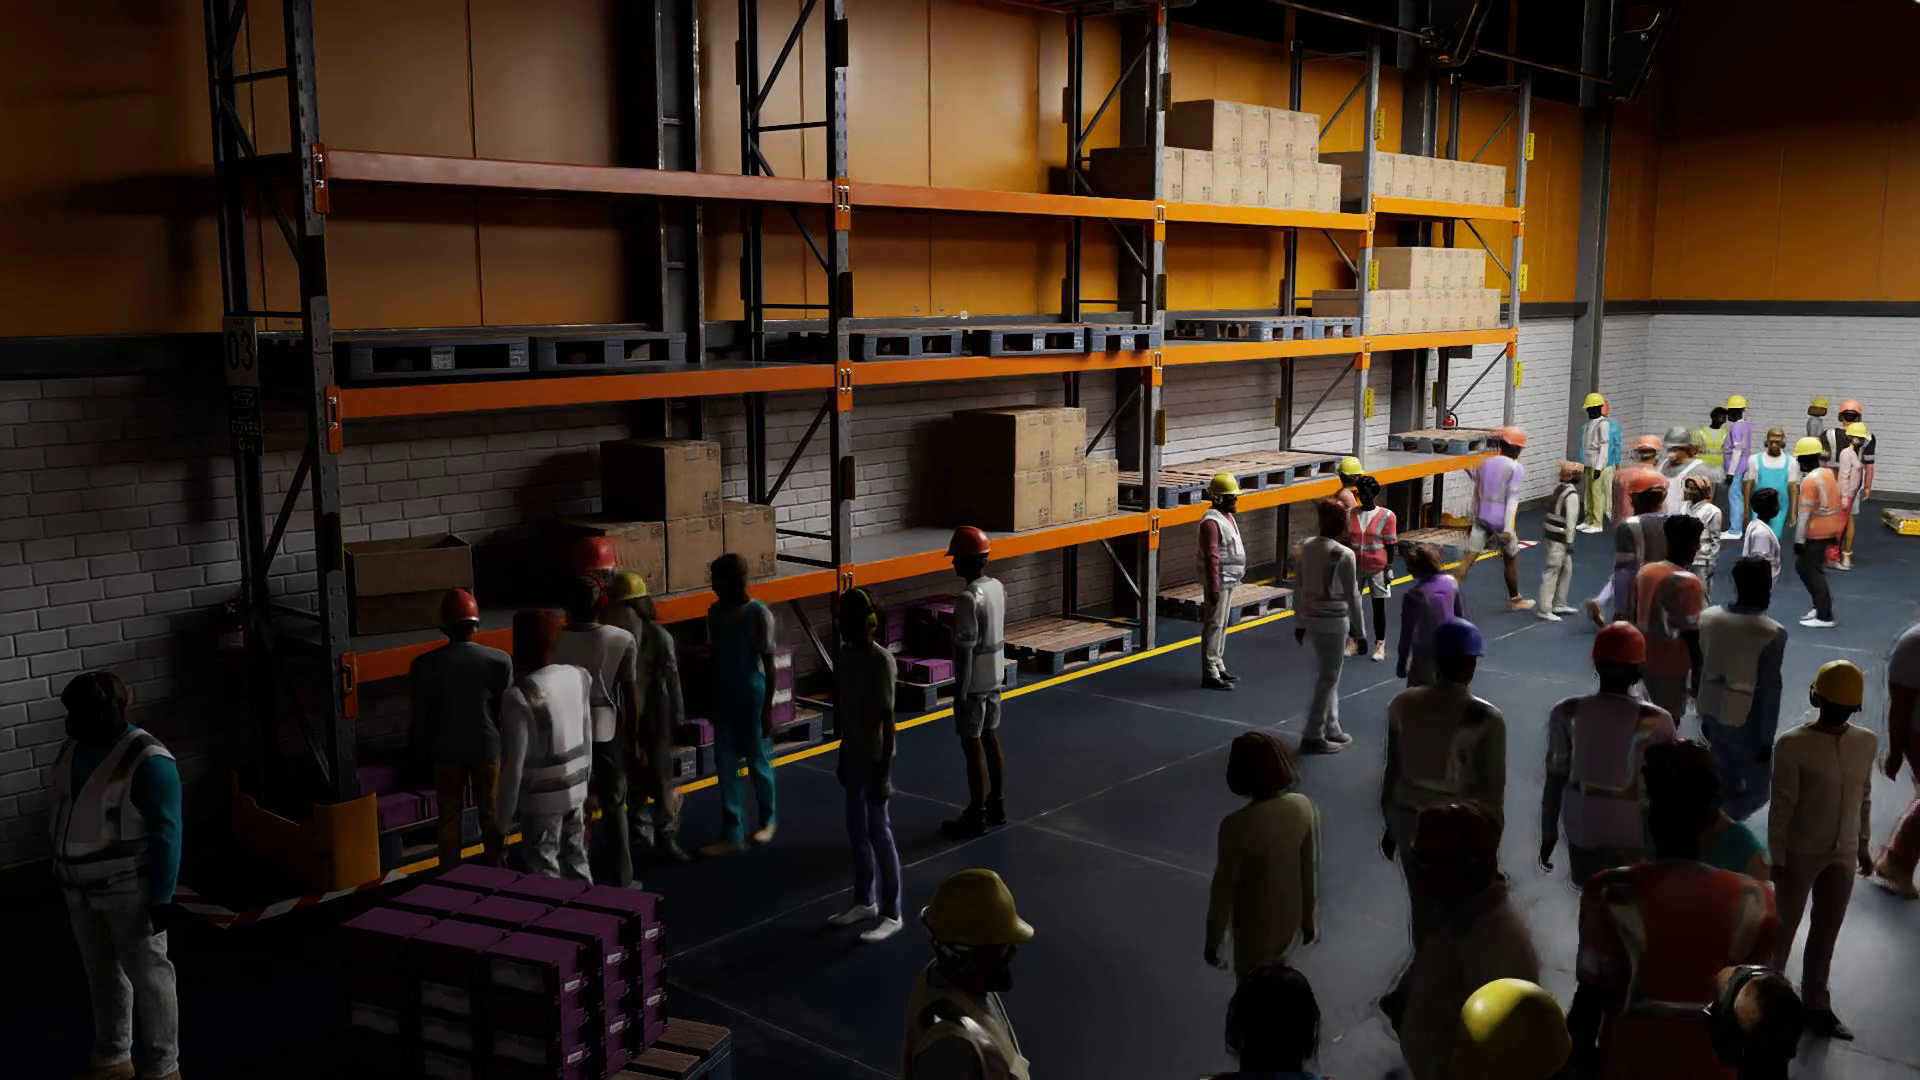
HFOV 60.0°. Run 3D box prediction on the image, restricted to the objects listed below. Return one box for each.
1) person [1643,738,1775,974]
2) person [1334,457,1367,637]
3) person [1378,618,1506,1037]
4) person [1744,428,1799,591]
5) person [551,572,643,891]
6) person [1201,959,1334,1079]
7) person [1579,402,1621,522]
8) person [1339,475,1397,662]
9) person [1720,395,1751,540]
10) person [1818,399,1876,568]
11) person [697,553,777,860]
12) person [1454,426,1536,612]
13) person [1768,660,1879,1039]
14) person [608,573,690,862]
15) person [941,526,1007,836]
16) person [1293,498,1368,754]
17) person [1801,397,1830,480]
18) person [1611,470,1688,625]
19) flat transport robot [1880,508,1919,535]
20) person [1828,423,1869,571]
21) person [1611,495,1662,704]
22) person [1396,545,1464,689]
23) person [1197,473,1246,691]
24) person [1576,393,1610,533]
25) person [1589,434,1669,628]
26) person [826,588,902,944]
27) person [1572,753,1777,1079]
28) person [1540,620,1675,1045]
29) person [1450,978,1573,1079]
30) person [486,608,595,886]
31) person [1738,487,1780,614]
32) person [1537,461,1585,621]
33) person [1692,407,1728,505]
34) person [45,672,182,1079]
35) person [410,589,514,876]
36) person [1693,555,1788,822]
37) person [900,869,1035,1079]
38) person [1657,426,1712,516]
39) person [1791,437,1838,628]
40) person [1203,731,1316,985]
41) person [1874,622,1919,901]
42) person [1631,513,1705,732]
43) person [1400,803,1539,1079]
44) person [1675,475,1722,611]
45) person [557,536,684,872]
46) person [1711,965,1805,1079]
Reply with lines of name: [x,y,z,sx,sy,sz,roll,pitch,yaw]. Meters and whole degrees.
person: [2.683,1.599,6.016,0.456,1.809,0.589,-3,9,-20]
person: [3.702,0.090,15.882,0.315,1.767,0.533,0,9,2]
person: [2.101,1.323,7.480,0.795,1.911,0.632,-7,11,-39]
person: [8.960,-0.326,18.380,0.527,1.824,0.547,4,9,22]
person: [-2.036,1.097,9.125,0.564,1.846,0.394,0,9,2]
person: [0.735,1.903,4.094,0.644,1.796,0.946,1,9,6]
person: [9.162,-1.127,23.816,0.572,1.739,0.353,2,9,10]
person: [3.682,0.253,15.074,0.537,1.694,0.320,5,10,31]
person: [10.302,-0.963,22.151,0.377,1.925,0.594,6,11,33]
person: [10.600,-0.670,19.956,0.618,2.028,0.409,3,9,20]
person: [-1.297,0.984,9.997,0.592,1.812,0.662,5,10,29]
person: [5.441,-0.192,17.080,1.099,1.985,0.667,-5,10,-30]
person: [3.871,1.396,7.466,0.533,1.765,0.320,-2,9,-13]
person: [-1.863,1.051,9.806,0.569,1.737,0.354,4,10,22]
person: [0.078,0.868,10.349,0.382,1.928,0.546,4,10,25]
person: [2.704,0.626,12.086,0.511,1.877,0.607,-5,10,-29]
person: [12.603,-1.235,24.523,0.311,1.736,0.483,4,10,23]
person: [5.225,0.470,12.735,0.641,2.001,0.811,-1,9,-8]
flat transport robot: [13.164,-0.252,22.888,0.652,0.197,1.431,3,9,19]
person: [10.596,-0.520,19.821,0.326,1.765,0.530,7,11,37]
person: [5.337,0.465,13.130,0.356,1.879,0.578,7,11,38]
person: [3.337,0.828,11.656,0.627,1.601,0.328,-5,10,-28]
person: [2.207,0.340,14.050,0.404,1.831,0.600,3,9,20]
person: [8.667,-1.056,22.765,0.370,1.924,0.586,0,9,1]
person: [6.537,-0.043,16.139,0.795,1.959,0.633,-4,10,-26]
person: [-0.499,1.160,8.697,0.327,1.860,0.518,-6,10,-33]
person: [2.244,1.639,5.312,0.612,1.945,0.463,1,9,7]
person: [2.909,1.319,7.539,0.550,1.906,0.942,7,11,39]
person: [1.222,1.895,3.756,0.380,1.917,0.586,-8,12,-42]
person: [-1.997,1.261,7.954,0.367,1.886,0.676,4,10,25]
person: [6.797,0.390,14.160,0.319,1.699,0.532,3,9,18]
person: [6.129,0.010,16.888,0.507,1.614,0.513,1,9,7]
person: [10.624,-1.057,23.549,0.568,1.667,0.409,1,9,7]
person: [-3.513,1.444,6.897,0.634,1.840,0.429,4,10,24]
person: [-2.720,1.136,9.170,0.572,1.752,0.328,-3,9,-16]
person: [4.373,1.024,9.431,0.562,1.901,0.596,-4,9,-22]
person: [0.030,1.798,4.649,0.404,1.830,0.603,0,9,1]
person: [6.998,-0.137,16.460,0.837,2.000,0.708,-3,9,-20]
person: [8.518,-0.077,16.555,0.636,1.889,0.557,-9,12,-44]
person: [1.222,1.574,6.760,0.529,1.613,0.394,-6,11,-36]
person: [5.306,1.039,8.879,0.687,2.000,1.032,-2,9,-16]
person: [4.582,0.792,10.770,0.427,1.951,0.623,-1,9,-6]
person: [1.495,1.717,5.051,0.587,1.886,0.691,2,9,12]
person: [6.840,0.210,15.511,0.309,1.641,0.513,-5,10,-27]
person: [-2.065,0.928,9.852,0.632,1.964,0.904,6,11,35]
person: [1.940,1.912,4.087,0.516,1.789,0.999,-1,9,-7]
